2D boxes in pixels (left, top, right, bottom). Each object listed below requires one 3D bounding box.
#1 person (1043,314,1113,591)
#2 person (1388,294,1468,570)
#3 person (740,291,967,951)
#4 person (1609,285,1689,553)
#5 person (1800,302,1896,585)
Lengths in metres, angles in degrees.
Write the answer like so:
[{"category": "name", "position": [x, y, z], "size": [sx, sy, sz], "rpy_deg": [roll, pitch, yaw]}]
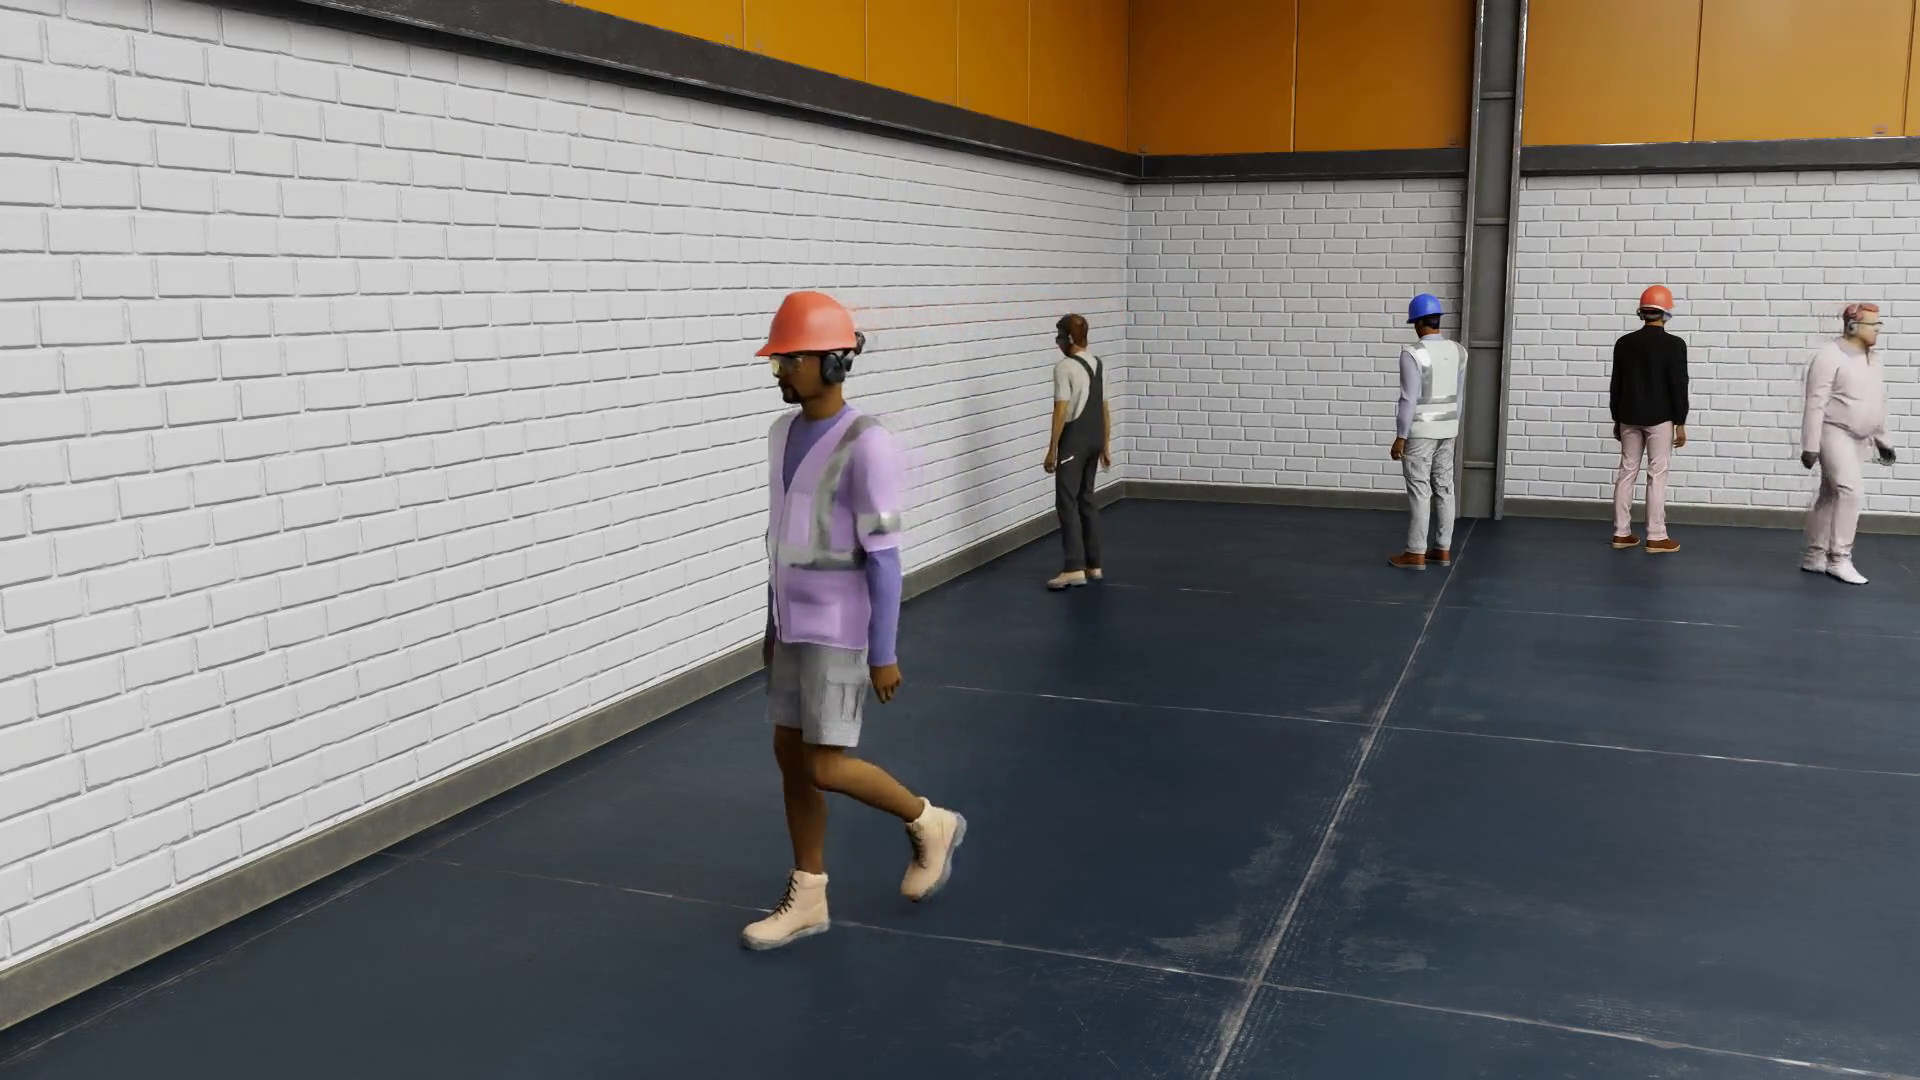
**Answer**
[{"category": "person", "position": [0.790, -0.582, 11.071], "size": [0.530, 1.810, 0.755], "rpy_deg": [7, 12, 39]}, {"category": "person", "position": [3.289, -0.757, 11.738], "size": [0.604, 1.937, 0.402], "rpy_deg": [-6, 11, -32]}, {"category": "person", "position": [-0.363, 0.249, 5.153], "size": [0.657, 2.026, 0.613], "rpy_deg": [-6, 11, -34]}, {"category": "person", "position": [5.171, -0.905, 12.476], "size": [0.371, 1.997, 0.622], "rpy_deg": [-6, 11, -34]}, {"category": "person", "position": [6.054, -0.654, 11.243], "size": [0.666, 1.880, 0.711], "rpy_deg": [-6, 11, -34]}]
